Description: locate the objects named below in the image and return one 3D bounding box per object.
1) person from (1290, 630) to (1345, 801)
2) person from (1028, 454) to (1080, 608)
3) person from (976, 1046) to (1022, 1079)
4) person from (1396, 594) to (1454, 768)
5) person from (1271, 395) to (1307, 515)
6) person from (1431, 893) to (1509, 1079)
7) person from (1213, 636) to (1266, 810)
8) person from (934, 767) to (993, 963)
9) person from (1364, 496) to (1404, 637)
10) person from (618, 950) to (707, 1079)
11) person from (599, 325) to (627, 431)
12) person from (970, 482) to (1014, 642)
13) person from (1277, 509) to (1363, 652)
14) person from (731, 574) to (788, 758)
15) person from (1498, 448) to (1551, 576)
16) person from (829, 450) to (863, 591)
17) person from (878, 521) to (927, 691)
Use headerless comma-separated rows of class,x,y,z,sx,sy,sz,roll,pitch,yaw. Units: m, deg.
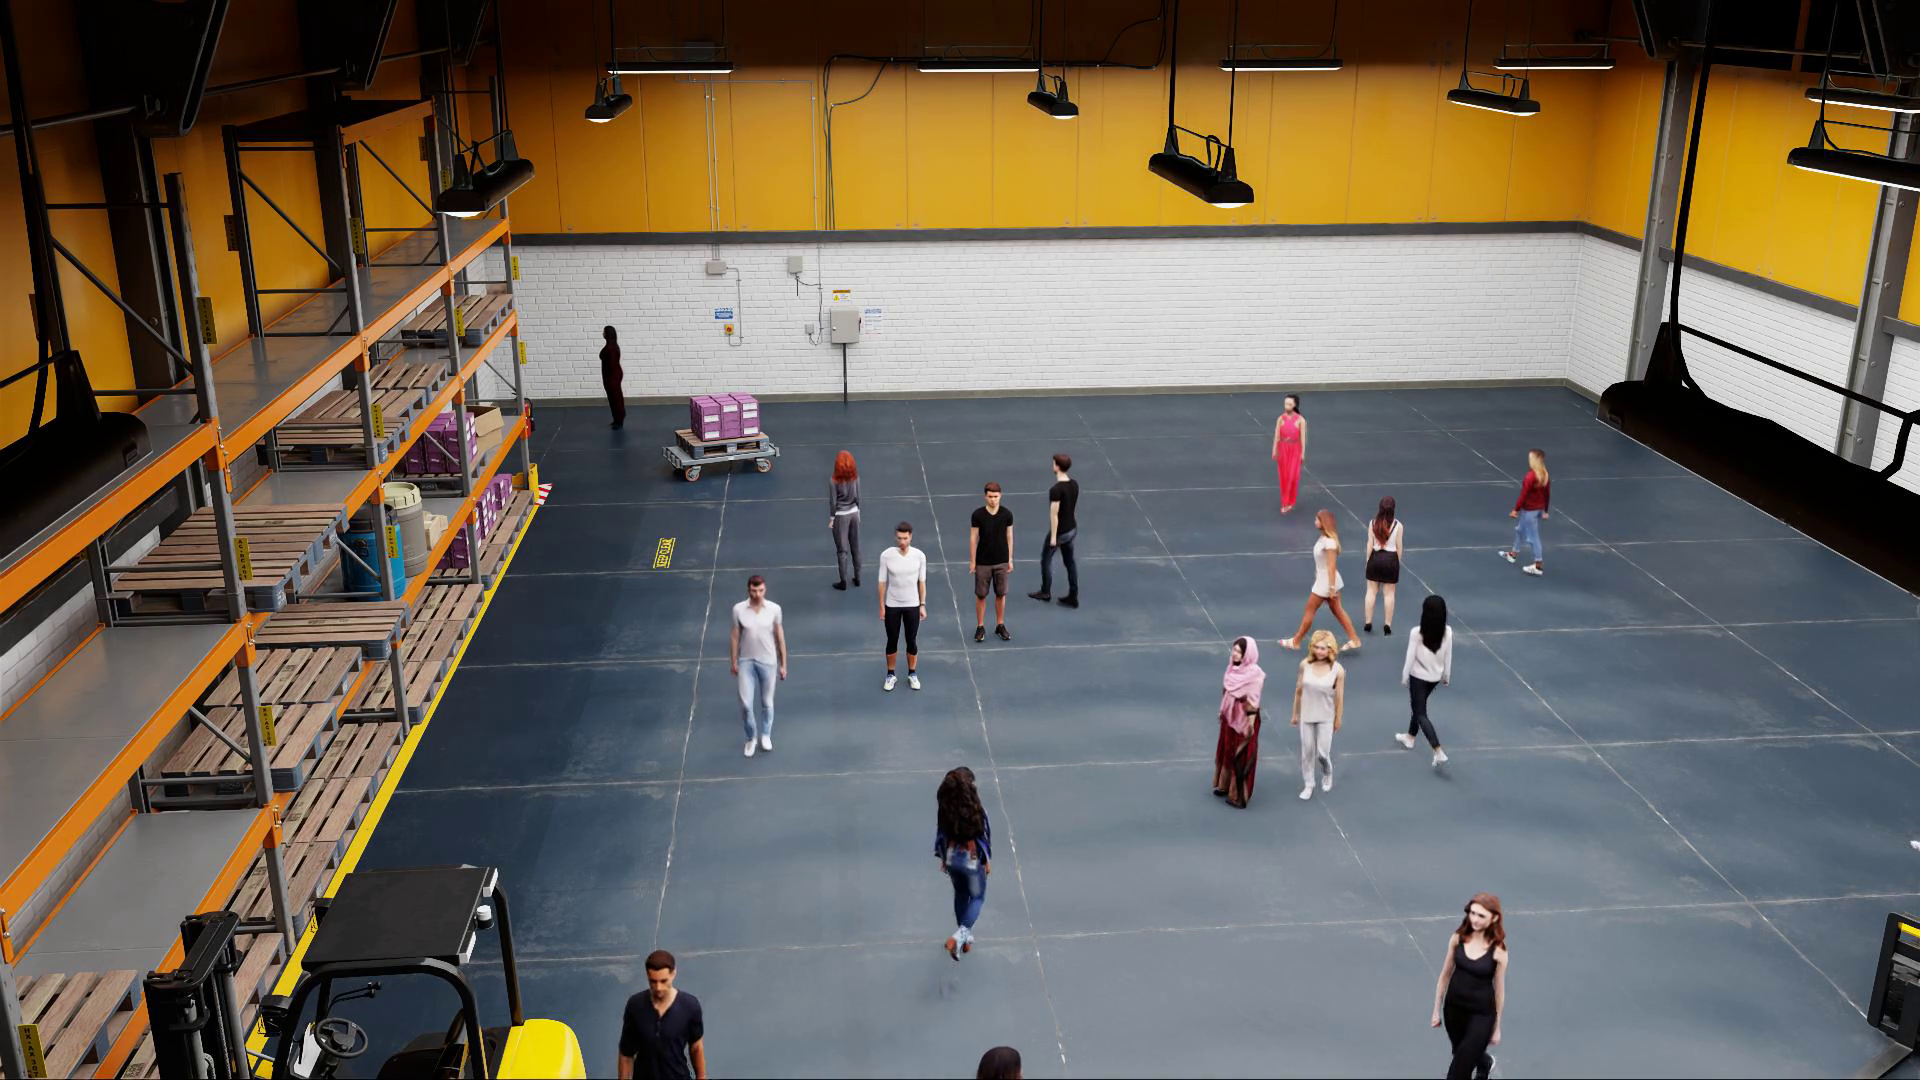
person,3.328,1.584,15.334,0.748,1.660,0.803,11,22,30
person,1.298,-0.083,19.946,1.044,1.876,0.981,15,24,38
person,0.224,3.586,9.295,0.820,1.720,0.644,-8,20,-22
person,4.504,1.368,15.962,0.819,1.668,1.164,-7,20,-20
person,4.710,-1.228,23.623,0.822,1.699,0.909,12,22,31
person,3.380,3.056,10.874,1.090,1.718,1.131,16,24,39
person,2.570,1.632,15.227,0.803,1.636,0.668,-9,20,-24
person,0.020,2.505,12.689,0.823,1.603,0.948,8,20,21
person,4.879,0.293,19.188,0.615,1.647,0.620,6,19,16
person,-1.795,3.269,10.092,0.754,1.812,1.181,1,19,2
person,-5.842,-2.755,28.065,0.730,1.757,0.551,-3,19,-9
person,0.370,0.222,19.062,0.675,1.862,0.588,-3,19,-8
person,4.191,0.499,18.582,0.839,1.643,1.150,2,19,7
person,-1.980,1.176,16.272,0.696,1.835,0.691,-2,19,-7
person,7.344,-0.337,21.125,0.937,1.605,1.035,-17,25,-42
person,-1.418,-0.255,20.610,0.655,1.779,0.655,-12,22,-31
person,-0.616,0.678,17.718,0.650,1.855,0.541,-2,19,-5
